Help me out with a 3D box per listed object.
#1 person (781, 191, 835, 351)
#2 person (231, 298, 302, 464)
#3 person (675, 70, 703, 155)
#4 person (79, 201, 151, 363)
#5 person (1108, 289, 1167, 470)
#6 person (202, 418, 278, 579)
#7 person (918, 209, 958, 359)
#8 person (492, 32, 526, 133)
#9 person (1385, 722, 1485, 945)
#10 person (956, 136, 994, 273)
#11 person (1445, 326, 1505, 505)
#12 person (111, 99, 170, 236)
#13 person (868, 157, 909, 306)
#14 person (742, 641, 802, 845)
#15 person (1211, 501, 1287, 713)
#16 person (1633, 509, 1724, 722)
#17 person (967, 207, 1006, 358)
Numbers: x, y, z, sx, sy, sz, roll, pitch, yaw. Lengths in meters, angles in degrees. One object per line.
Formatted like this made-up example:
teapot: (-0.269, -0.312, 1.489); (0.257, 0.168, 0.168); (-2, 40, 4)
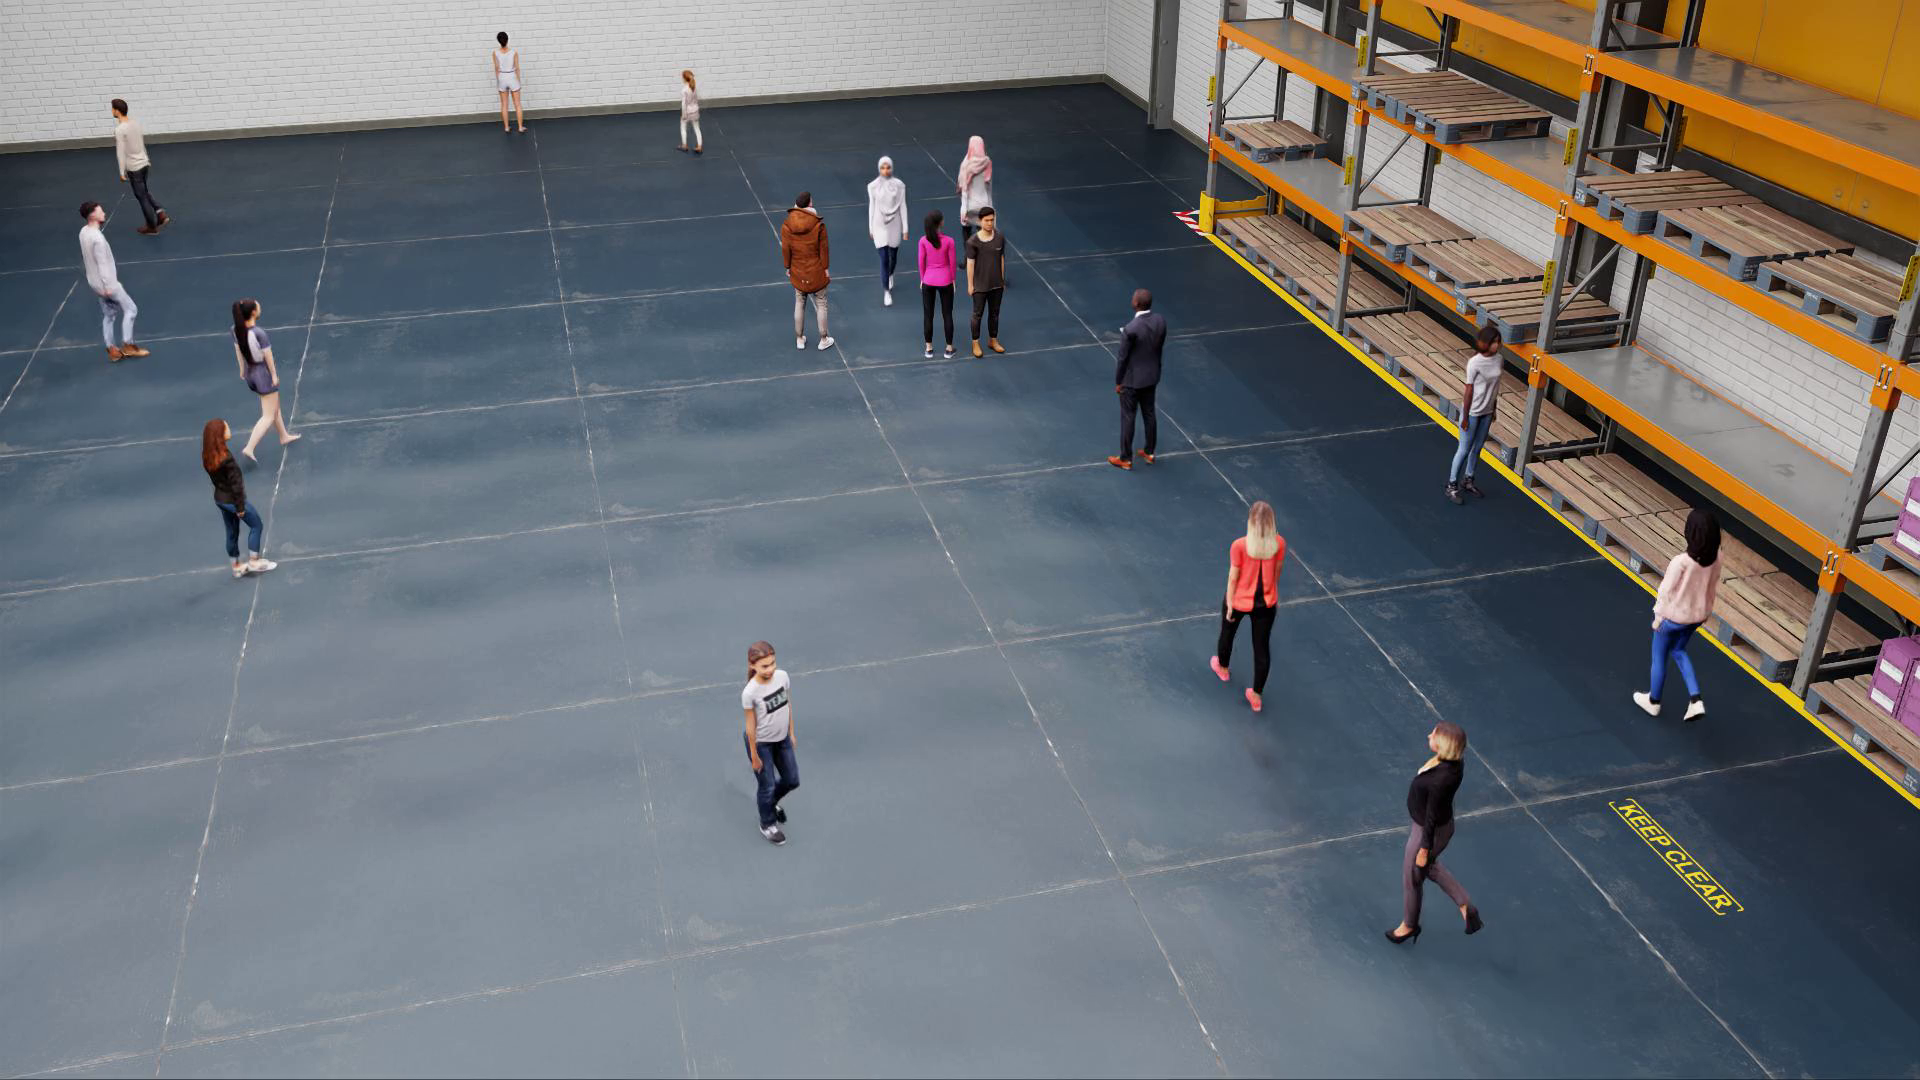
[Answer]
person: (-1.716, -3.052, 18.857); (0.832, 1.839, 0.860); (5, 29, 9)
person: (-6.919, -1.543, 16.321); (1.000, 1.620, 1.070); (15, 32, 26)
person: (-4.184, -6.710, 26.134); (0.827, 1.294, 0.745); (21, 35, 33)
person: (-9.594, -2.848, 18.499); (0.753, 1.825, 0.851); (24, 37, 37)
person: (1.751, -1.567, 16.157); (0.755, 1.819, 0.708); (-16, 32, -27)
person: (-6.308, -0.331, 14.250); (0.661, 1.473, 0.726); (17, 33, 28)
person: (-0.253, -2.877, 18.684); (0.657, 1.698, 0.666); (4, 29, 7)
person: (-7.423, -7.525, 27.294); (0.571, 1.612, 0.539); (-4, 29, -8)
person: (2.940, 1.835, 10.089); (0.912, 1.658, 0.858); (14, 32, 24)
person: (0.255, -4.165, 20.957); (0.880, 1.784, 1.148); (-19, 34, -31)
person: (4.834, -1.185, 15.559); (0.640, 1.721, 0.611); (-16, 32, -26)
person: (-11.030, -5.024, 22.452); (0.869, 1.858, 0.777); (4, 29, 8)
person: (-0.880, -3.823, 20.374); (0.764, 1.740, 1.169); (-2, 29, -4)
person: (-1.321, 1.315, 11.156); (0.674, 1.547, 0.738); (-24, 37, -37)
person: (2.224, 0.532, 12.465); (0.651, 1.668, 0.928); (-4, 29, -7)
person: (5.343, 0.621, 12.212); (0.653, 1.755, 0.864); (-8, 30, -15)
person: (0.302, -2.937, 18.775); (0.659, 1.716, 0.599); (-12, 31, -21)
